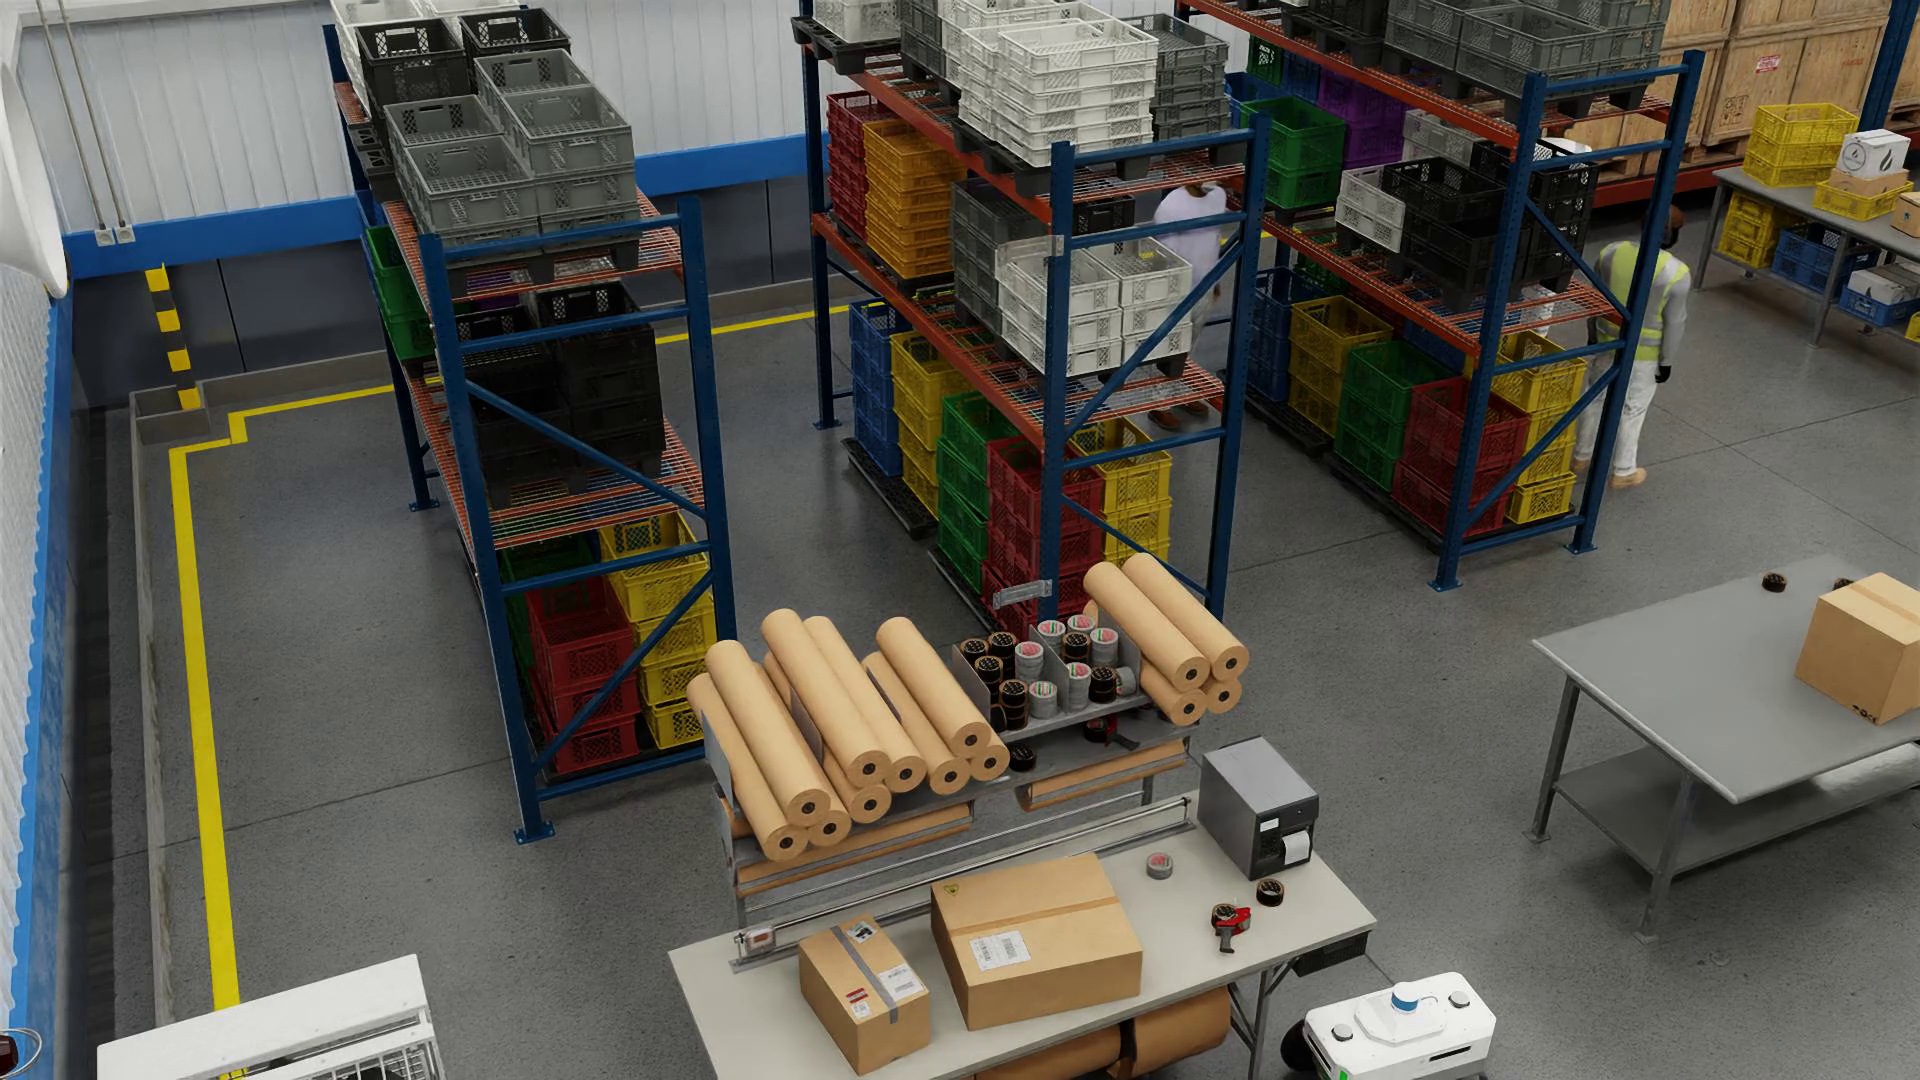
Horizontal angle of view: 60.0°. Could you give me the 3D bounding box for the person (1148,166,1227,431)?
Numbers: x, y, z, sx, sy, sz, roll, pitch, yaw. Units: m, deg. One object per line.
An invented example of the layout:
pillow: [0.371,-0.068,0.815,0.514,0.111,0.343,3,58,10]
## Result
person: [1.523,-1.694,11.117,0.629,1.940,0.376,-26,40,-35]

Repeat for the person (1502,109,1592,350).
person: [4.234,-2.300,12.150,0.573,1.886,0.355,7,32,11]

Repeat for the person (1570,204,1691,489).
person: [4.212,-1.218,10.438,0.430,1.840,0.624,-22,38,-31]

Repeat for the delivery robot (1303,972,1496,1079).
delivery robot: [1.704,1.924,6.464,0.707,0.478,0.477,-10,33,-16]
